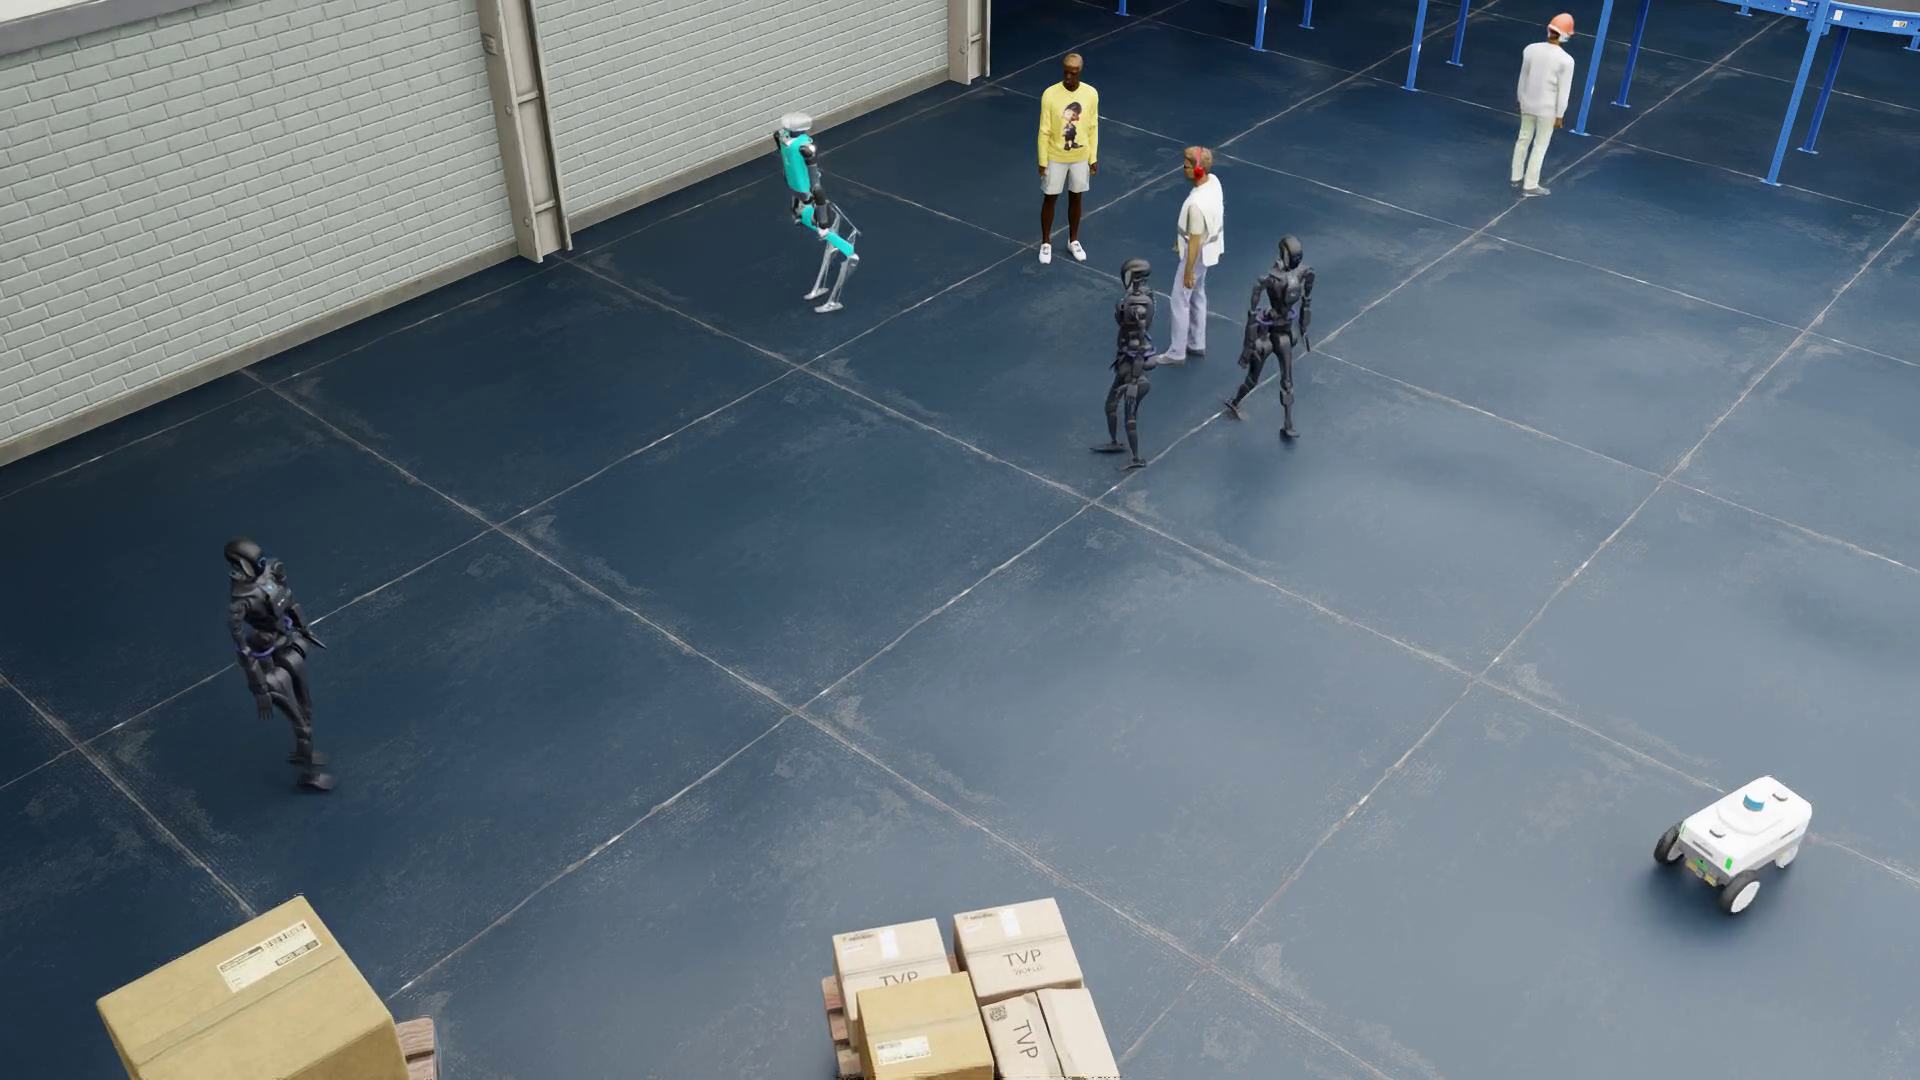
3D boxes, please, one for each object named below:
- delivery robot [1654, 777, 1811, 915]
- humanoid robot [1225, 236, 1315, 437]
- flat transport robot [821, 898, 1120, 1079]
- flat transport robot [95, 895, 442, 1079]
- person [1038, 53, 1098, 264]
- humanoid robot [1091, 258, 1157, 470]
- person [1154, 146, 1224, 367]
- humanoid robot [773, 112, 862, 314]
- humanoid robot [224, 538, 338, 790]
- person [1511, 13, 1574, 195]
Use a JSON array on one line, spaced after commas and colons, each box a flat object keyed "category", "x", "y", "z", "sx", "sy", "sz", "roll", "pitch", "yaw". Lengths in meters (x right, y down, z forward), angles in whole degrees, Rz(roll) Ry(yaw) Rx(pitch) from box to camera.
[{"category": "delivery robot", "x": 4.175, "y": 1.594, "z": 8.913, "sx": 0.807, "sy": 0.606, "sz": 0.499, "roll": -20, "pitch": 40, "yaw": -25}, {"category": "humanoid robot", "x": 2.341, "y": -1.536, "z": 12.359, "sx": 0.589, "sy": 1.631, "sz": 0.745, "roll": -17, "pitch": 39, "yaw": -22}, {"category": "flat transport robot", "x": 0.044, "y": 2.562, "z": 7.790, "sx": 0.659, "sy": 0.231, "sz": 1.431, "roll": -8, "pitch": 36, "yaw": -10}, {"category": "flat transport robot", "x": -2.898, "y": 2.836, "z": 7.405, "sx": 0.659, "sy": 0.231, "sz": 1.431, "roll": -9, "pitch": 37, "yaw": -13}, {"category": "person", "x": 0.953, "y": -3.383, "z": 14.733, "sx": 0.544, "sy": 1.900, "sz": 0.382, "roll": -5, "pitch": 36, "yaw": -7}, {"category": "humanoid robot", "x": 1.198, "y": -1.242, "z": 11.921, "sx": 0.378, "sy": 1.651, "sz": 0.609, "roll": -4, "pitch": 36, "yaw": -6}, {"category": "person", "x": 1.842, "y": -2.246, "z": 13.187, "sx": 0.465, "sy": 1.838, "sz": 0.579, "roll": 13, "pitch": 37, "yaw": 17}, {"category": "humanoid robot", "x": -1.140, "y": -2.791, "z": 14.002, "sx": 0.723, "sy": 1.749, "sz": 0.536, "roll": -23, "pitch": 42, "yaw": -29}, {"category": "humanoid robot", "x": -3.769, "y": 0.651, "z": 9.262, "sx": 0.350, "sy": 1.648, "sz": 0.611, "roll": 6, "pitch": 36, "yaw": 8}, {"category": "person", "x": 5.623, "y": -4.198, "z": 16.022, "sx": 0.371, "sy": 1.734, "sz": 0.579, "roll": -22, "pitch": 41, "yaw": -28}]
